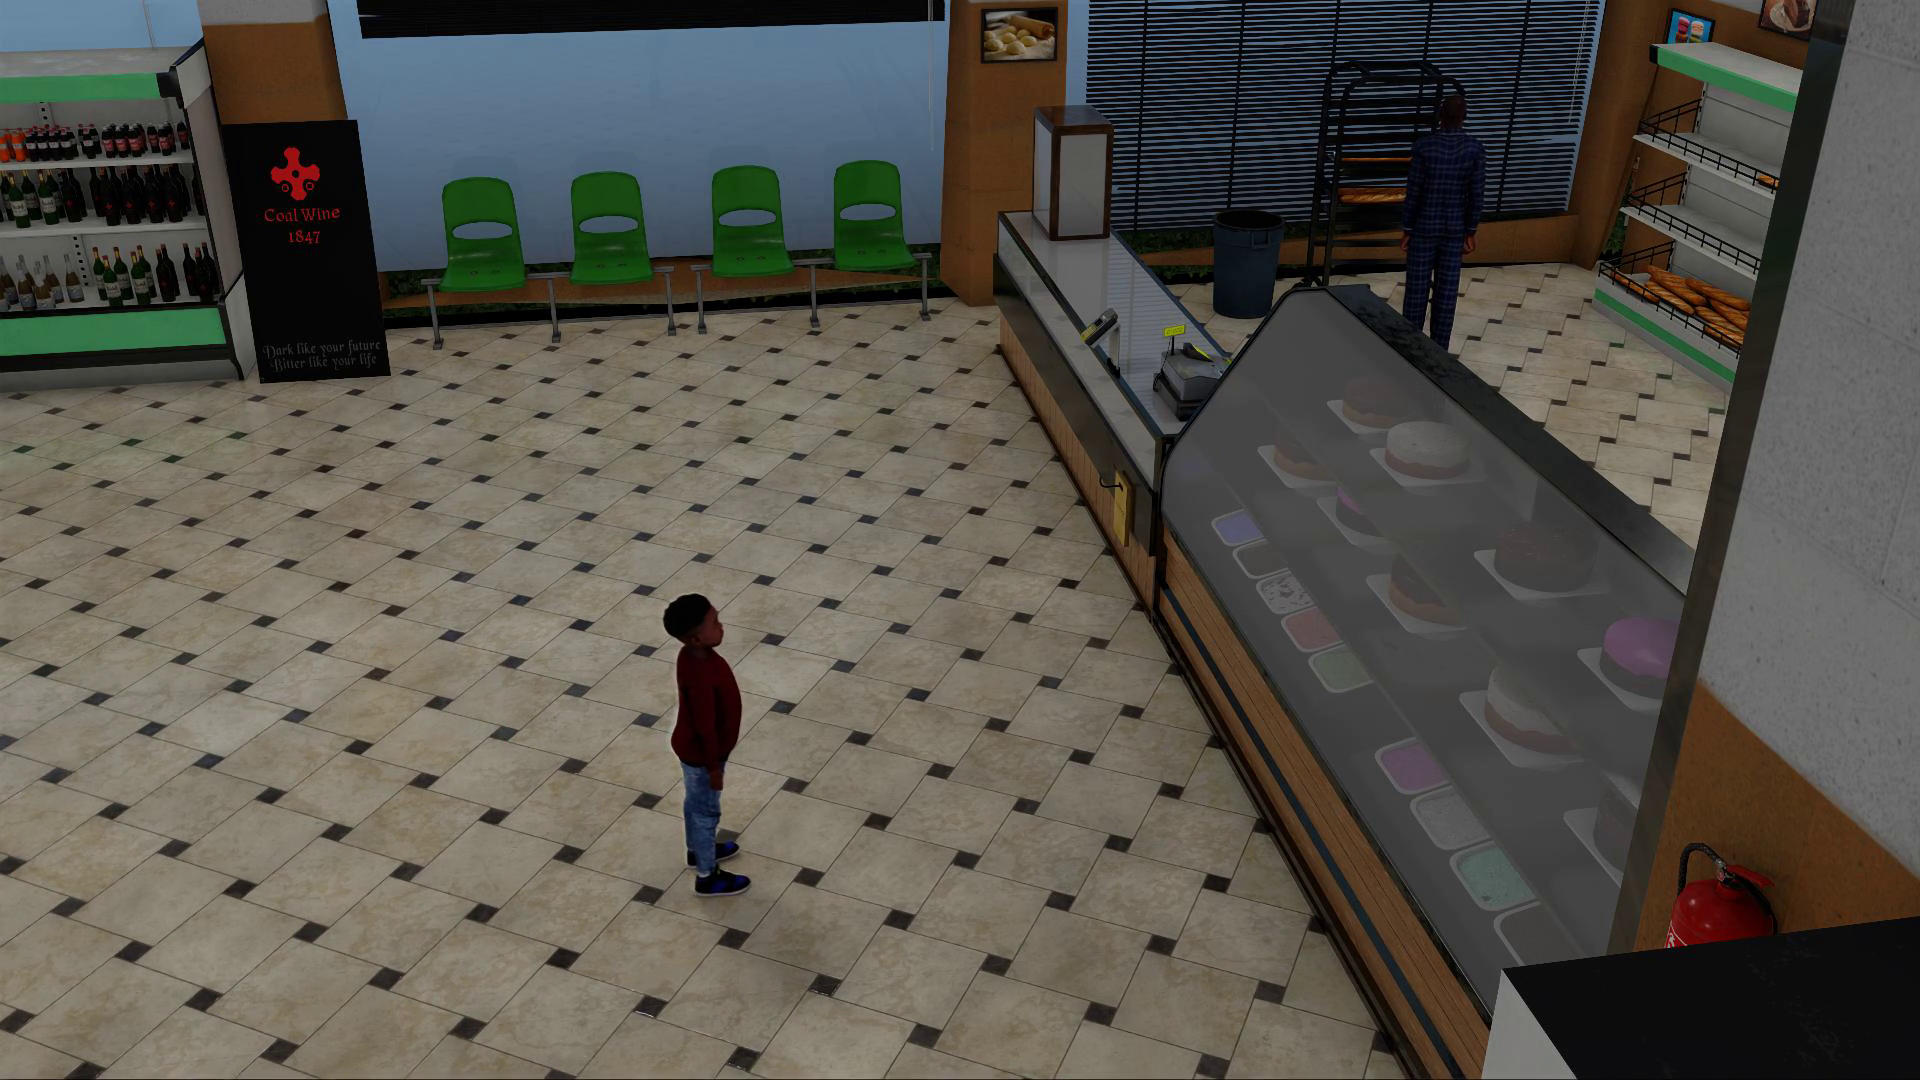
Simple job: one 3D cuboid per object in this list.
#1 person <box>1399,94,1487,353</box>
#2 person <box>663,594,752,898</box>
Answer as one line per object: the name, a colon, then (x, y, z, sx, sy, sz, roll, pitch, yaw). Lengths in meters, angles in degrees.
person: (3.236, -2.106, 11.282, 0.669, 1.823, 0.817, 5, 27, 9)
person: (-0.975, 0.767, 6.246, 0.487, 1.255, 0.496, -6, 27, -11)
